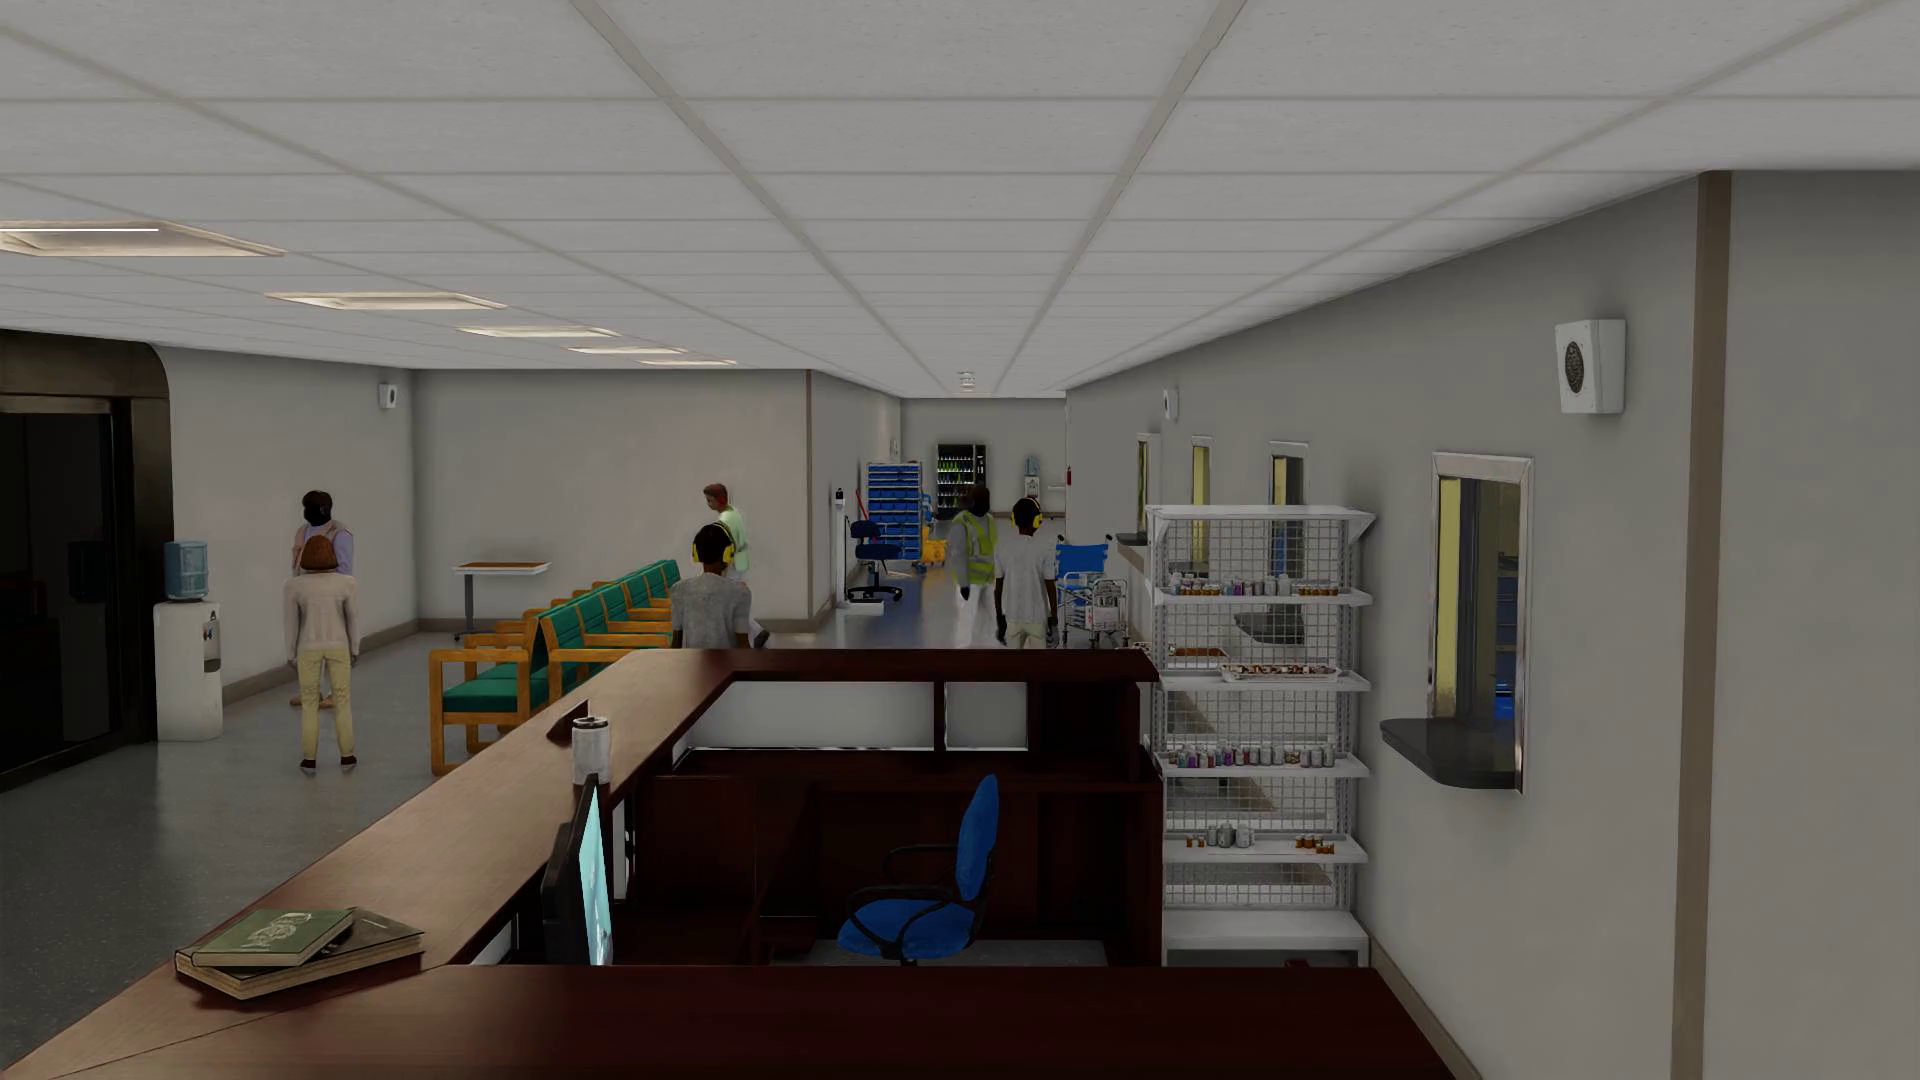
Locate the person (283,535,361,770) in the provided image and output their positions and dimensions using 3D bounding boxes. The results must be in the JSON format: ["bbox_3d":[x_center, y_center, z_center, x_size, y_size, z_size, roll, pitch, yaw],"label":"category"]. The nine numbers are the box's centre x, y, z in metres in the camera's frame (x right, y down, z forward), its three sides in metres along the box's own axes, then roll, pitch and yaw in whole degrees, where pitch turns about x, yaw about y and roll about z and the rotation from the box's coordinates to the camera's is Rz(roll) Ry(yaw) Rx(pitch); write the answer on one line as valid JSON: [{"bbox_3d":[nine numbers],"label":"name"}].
[{"bbox_3d":[-4.425,0.779,11.554,0.497,1.636,0.285,-2,4,-22],"label":"person"}]

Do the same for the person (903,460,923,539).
[{"bbox_3d":[-0.936,-0.810,33.841,0.308,1.638,0.511,-3,5,-35],"label":"person"}]

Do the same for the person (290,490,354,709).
[{"bbox_3d":[-5.417,0.499,14.066,0.626,1.844,0.429,2,5,28],"label":"person"}]

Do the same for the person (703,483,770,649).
[{"bbox_3d":[-2.274,0.323,16.715,0.564,1.806,0.662,0,4,5],"label":"person"}]

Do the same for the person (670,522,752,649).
[{"bbox_3d":[-1.379,0.836,9.249,0.506,1.861,0.329,1,4,16],"label":"person"}]

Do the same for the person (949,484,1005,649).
[{"bbox_3d":[0.223,0.388,15.744,0.617,1.823,0.638,3,5,39],"label":"person"}]

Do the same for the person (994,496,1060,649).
[{"bbox_3d":[0.499,0.614,12.245,0.507,1.872,0.329,2,4,22],"label":"person"}]
